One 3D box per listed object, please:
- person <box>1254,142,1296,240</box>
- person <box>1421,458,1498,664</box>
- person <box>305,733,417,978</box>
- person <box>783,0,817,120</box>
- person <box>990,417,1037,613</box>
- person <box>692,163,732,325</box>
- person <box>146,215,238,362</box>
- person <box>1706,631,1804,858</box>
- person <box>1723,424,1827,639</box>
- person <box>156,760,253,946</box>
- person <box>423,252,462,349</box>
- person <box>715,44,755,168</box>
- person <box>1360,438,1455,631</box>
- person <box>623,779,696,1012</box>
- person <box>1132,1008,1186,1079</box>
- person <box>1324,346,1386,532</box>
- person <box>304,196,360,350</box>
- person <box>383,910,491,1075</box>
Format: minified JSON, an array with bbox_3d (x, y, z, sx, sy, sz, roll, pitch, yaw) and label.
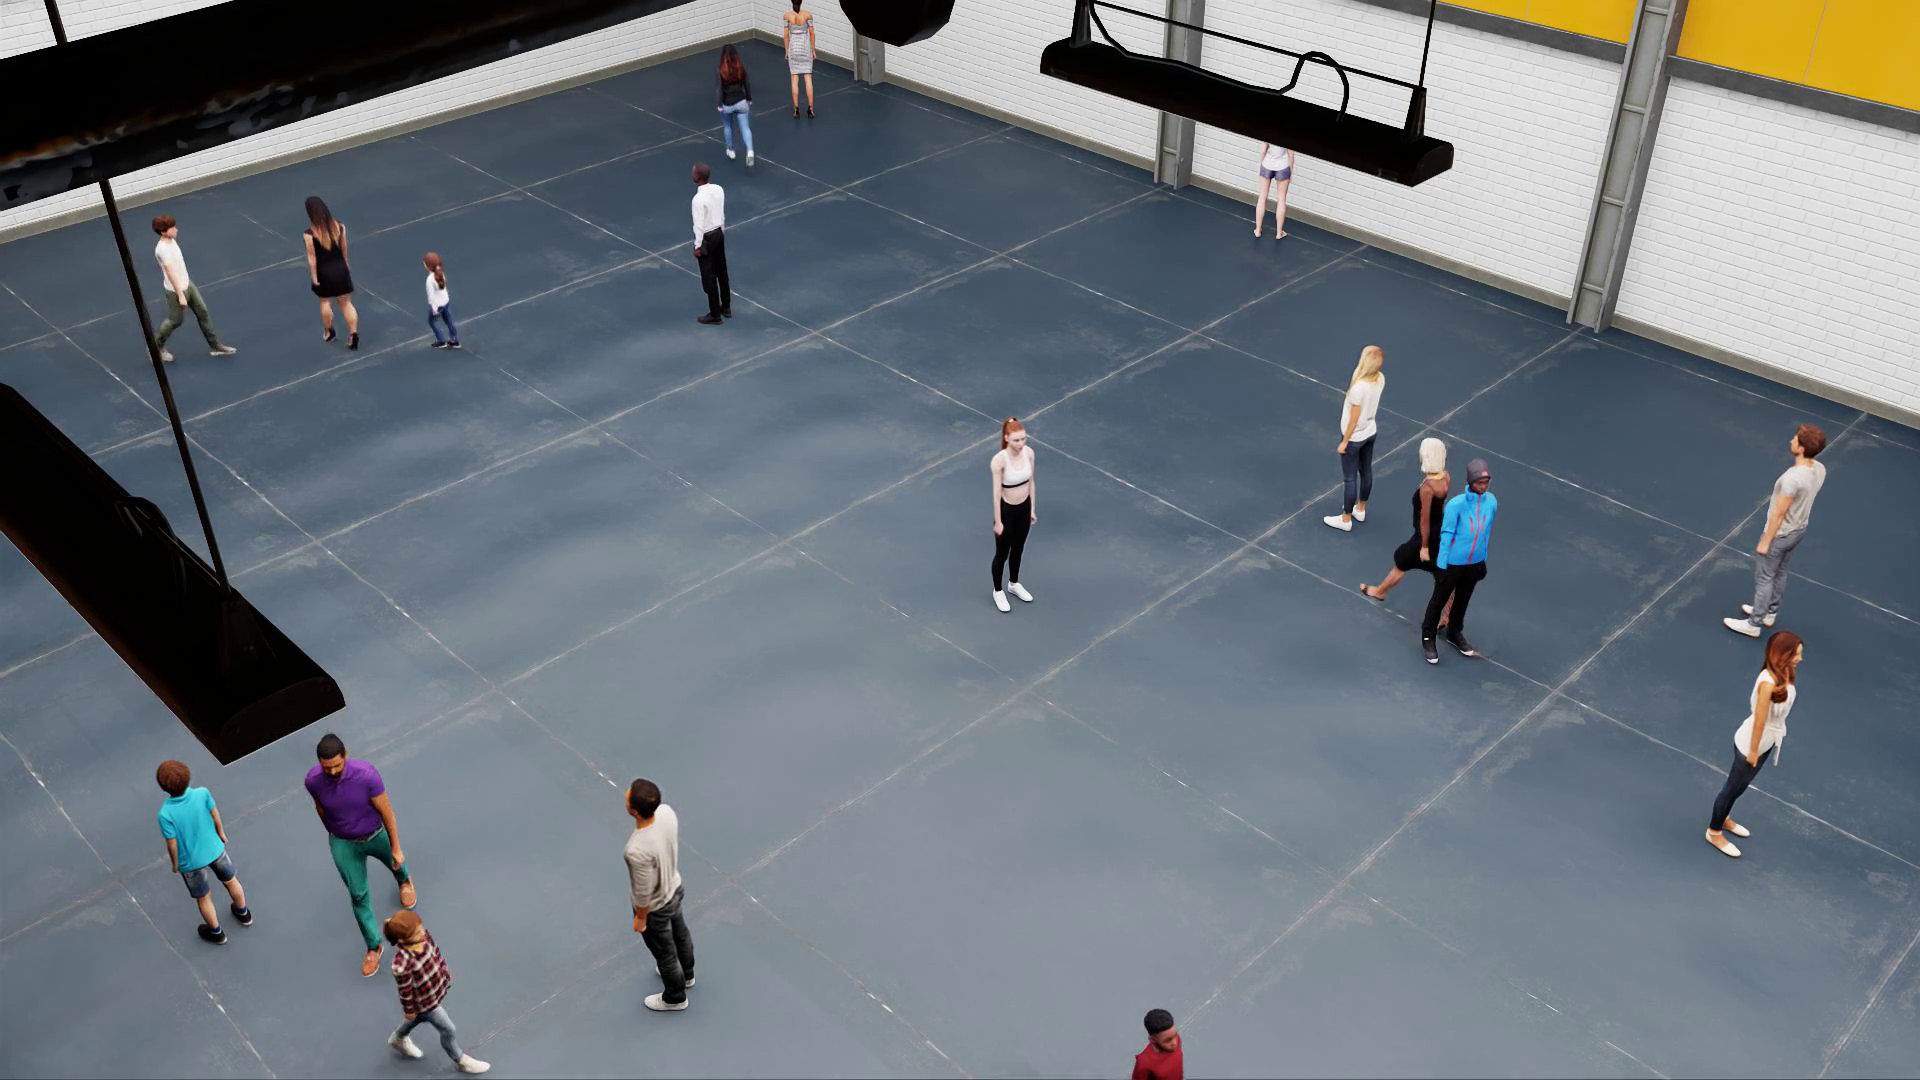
[{"bbox_3d":[3.852,-4.540,20.299,0.638,1.768,0.728,10,35,15],"label":"person"},{"bbox_3d":[3.981,0.145,13.227,0.694,1.794,0.693,-10,35,-15],"label":"person"},{"bbox_3d":[-3.828,1.855,10.715,1.053,1.728,1.222,-7,34,-10],"label":"person"},{"bbox_3d":[-2.302,-6.972,23.910,0.678,1.822,0.733,-1,34,-1],"label":"person"},{"bbox_3d":[0.429,-0.226,13.834,0.617,1.741,0.571,-22,39,-29],"label":"person"},{"bbox_3d":[-2.753,-3.277,18.337,0.632,1.837,0.695,17,37,24],"label":"person"},{"bbox_3d":[-8.325,-2.623,17.547,1.078,1.622,1.117,-4,34,-6],"label":"person"},{"bbox_3d":[5.446,1.365,11.401,0.539,1.785,0.591,25,41,33],"label":"person"},{"bbox_3d":[6.665,-0.067,13.455,0.658,1.895,0.563,-26,41,-33],"label":"person"},{"bbox_3d":[-4.917,2.000,10.747,0.507,1.449,0.549,22,40,30],"label":"person"},{"bbox_3d":[-5.569,-2.567,17.933,0.610,1.100,0.551,9,35,14],"label":"person"},{"bbox_3d":[-3.009,-5.817,22.367,0.914,1.605,1.159,-12,36,-18],"label":"person"},{"bbox_3d":[3.885,0.026,13.509,1.107,1.680,0.646,26,41,33],"label":"person"},{"bbox_3d":[-1.831,2.165,10.173,0.731,1.811,0.739,9,35,14],"label":"person"},{"bbox_3d":[1.038,3.061,9.335,0.569,1.246,0.517,27,42,35],"label":"person"},{"bbox_3d":[3.566,-0.915,14.808,0.604,1.808,0.499,-27,42,-35],"label":"person"},{"bbox_3d":[-6.649,-2.801,17.752,0.781,1.691,0.698,26,41,33],"label":"person"},{"bbox_3d":[-3.244,2.667,9.885,0.964,1.292,0.843,4,34,6],"label":"person"}]
